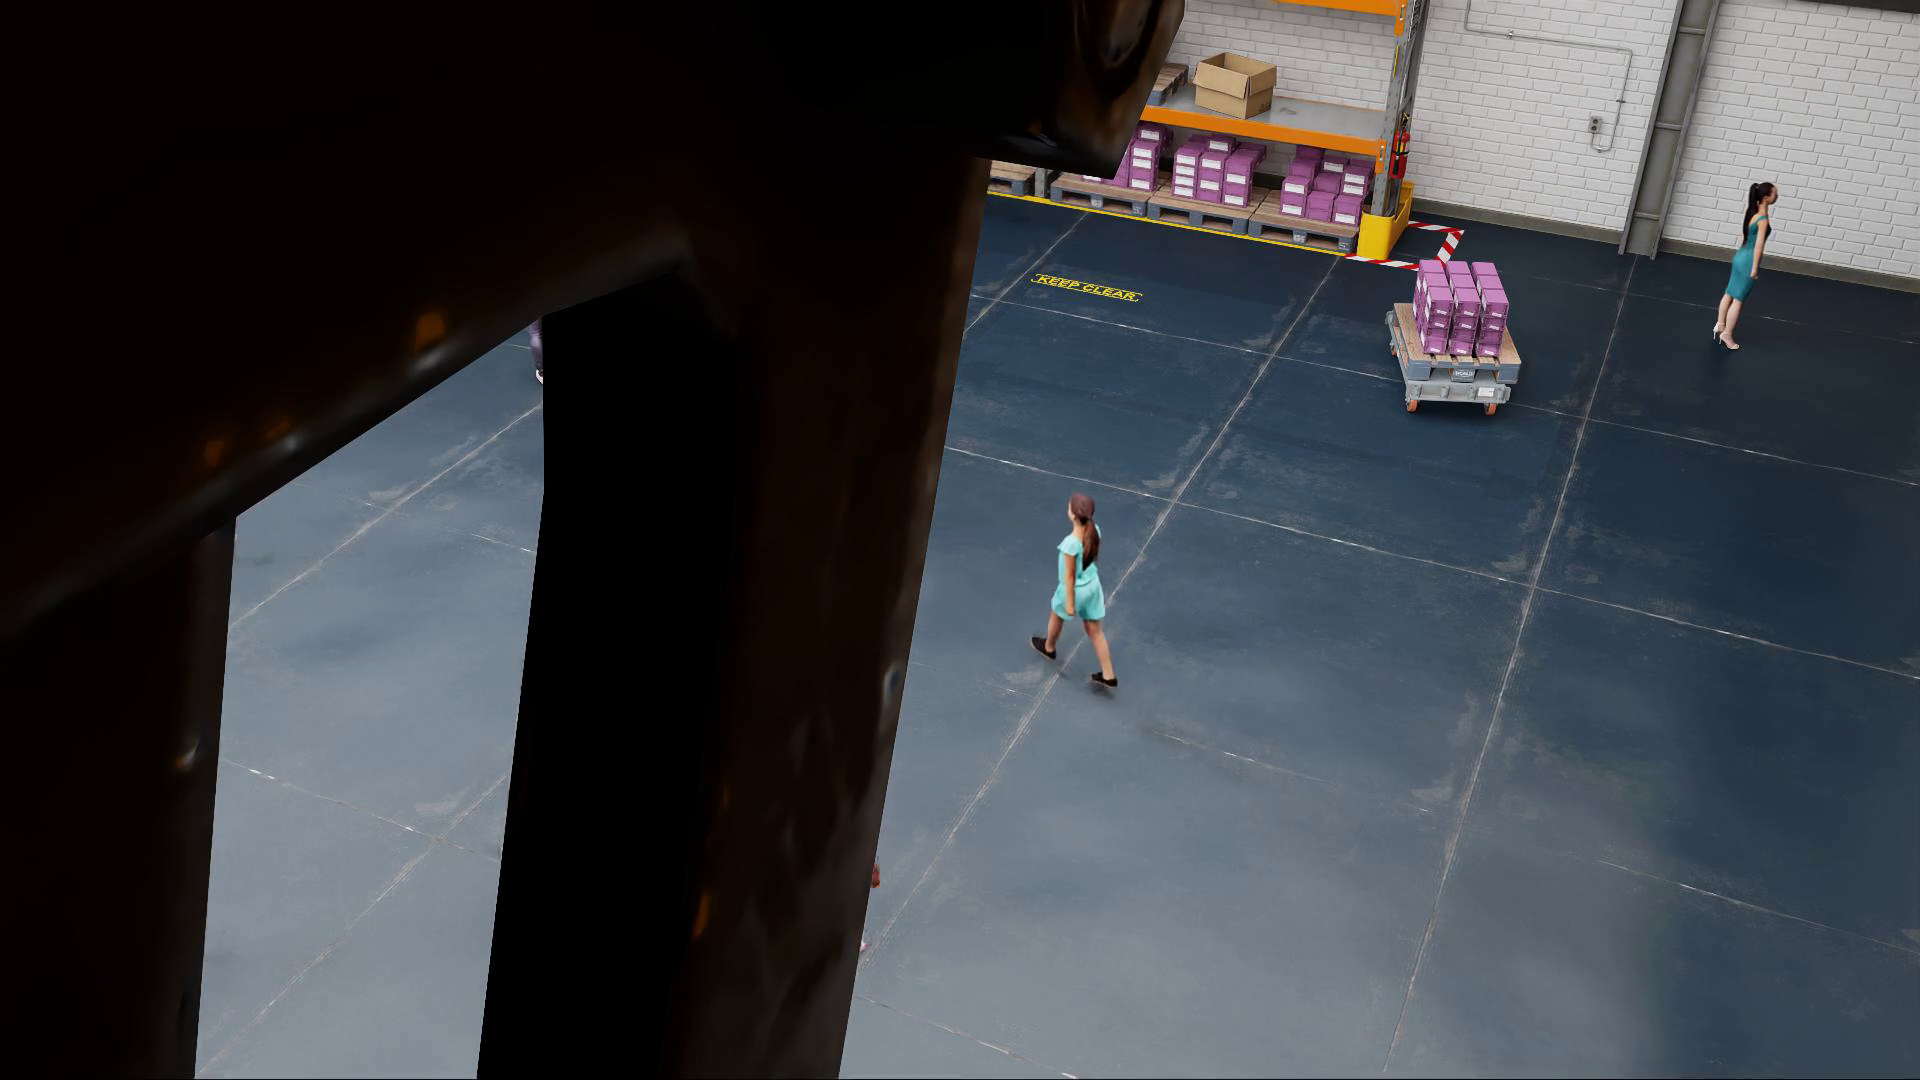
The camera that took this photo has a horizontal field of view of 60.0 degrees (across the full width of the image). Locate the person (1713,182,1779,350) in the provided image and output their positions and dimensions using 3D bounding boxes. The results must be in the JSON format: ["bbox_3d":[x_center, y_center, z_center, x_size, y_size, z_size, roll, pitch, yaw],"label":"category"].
[{"bbox_3d":[7.712,-2.703,16.311,0.578,1.685,0.598,3,34,5],"label":"person"}]

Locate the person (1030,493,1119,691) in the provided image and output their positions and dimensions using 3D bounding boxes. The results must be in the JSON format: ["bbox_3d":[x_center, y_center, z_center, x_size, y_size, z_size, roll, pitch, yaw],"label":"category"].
[{"bbox_3d":[0.906,0.393,11.803,0.853,1.519,1.137,-25,41,-33],"label":"person"}]
